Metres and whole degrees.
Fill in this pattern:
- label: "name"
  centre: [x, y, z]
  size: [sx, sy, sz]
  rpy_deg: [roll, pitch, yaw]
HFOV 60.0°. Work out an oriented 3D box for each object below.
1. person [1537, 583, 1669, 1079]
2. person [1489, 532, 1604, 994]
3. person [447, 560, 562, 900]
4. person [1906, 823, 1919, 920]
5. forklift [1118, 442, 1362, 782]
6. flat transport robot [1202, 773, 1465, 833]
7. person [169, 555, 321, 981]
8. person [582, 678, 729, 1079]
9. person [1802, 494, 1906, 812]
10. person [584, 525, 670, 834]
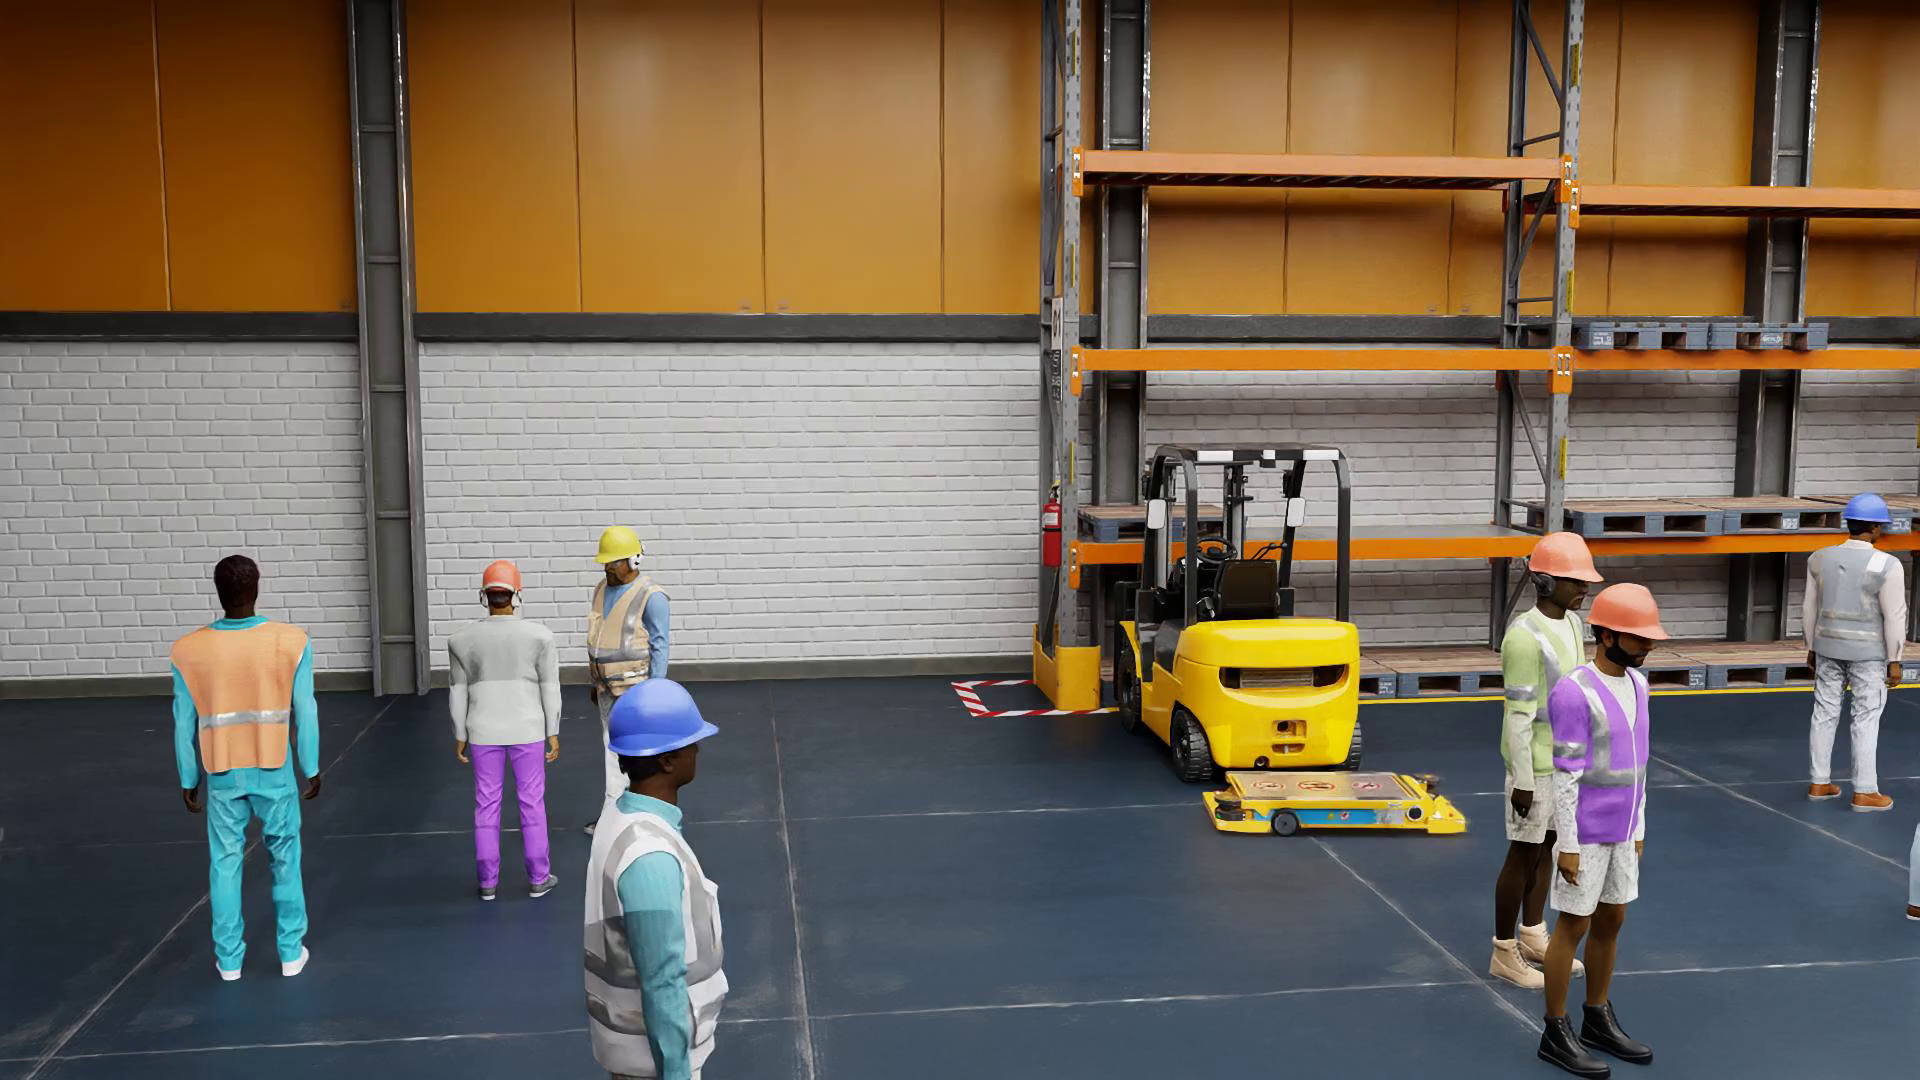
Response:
- label: "person"
  centre: [2.528, 1.121, 6.500]
  size: [0.545, 1.929, 0.389]
  rpy_deg: [-5, 8, -35]
- label: "person"
  centre: [2.605, 0.974, 7.354]
  size: [0.404, 2.036, 0.601]
  rpy_deg: [5, 8, 40]
- label: "person"
  centre: [-2.329, 0.972, 8.563]
  size: [0.560, 1.750, 0.329]
  rpy_deg: [-1, 7, -7]
- label: "person"
  centre: [4.795, 1.092, 8.027]
  size: [0.264, 1.631, 0.508]
  rpy_deg: [1, 7, 12]
- label: "forklift"
  centre: [1.912, 0.418, 11.496]
  size: [1.214, 2.155, 2.313]
  rpy_deg: [-1, 7, -8]
- label: "flat transport robot"
  centre: [2.200, 1.553, 9.895]
  size: [1.431, 0.197, 0.652]
  rpy_deg: [0, 7, 1]
- label: "person"
  centre: [-3.184, 1.023, 7.445]
  size: [0.597, 1.909, 0.412]
  rpy_deg: [-2, 7, -18]
- label: "person"
  centre: [-0.816, 1.338, 4.493]
  size: [0.382, 1.949, 0.614]
  rpy_deg: [-2, 7, -19]
- label: "person"
  centre: [5.509, 0.684, 10.246]
  size: [0.406, 1.941, 0.614]
  rpy_deg: [-4, 8, -31]
- label: "person"
  centre: [-1.932, 0.821, 9.571]
  size: [0.589, 1.826, 0.403]
  rpy_deg: [5, 8, 37]
